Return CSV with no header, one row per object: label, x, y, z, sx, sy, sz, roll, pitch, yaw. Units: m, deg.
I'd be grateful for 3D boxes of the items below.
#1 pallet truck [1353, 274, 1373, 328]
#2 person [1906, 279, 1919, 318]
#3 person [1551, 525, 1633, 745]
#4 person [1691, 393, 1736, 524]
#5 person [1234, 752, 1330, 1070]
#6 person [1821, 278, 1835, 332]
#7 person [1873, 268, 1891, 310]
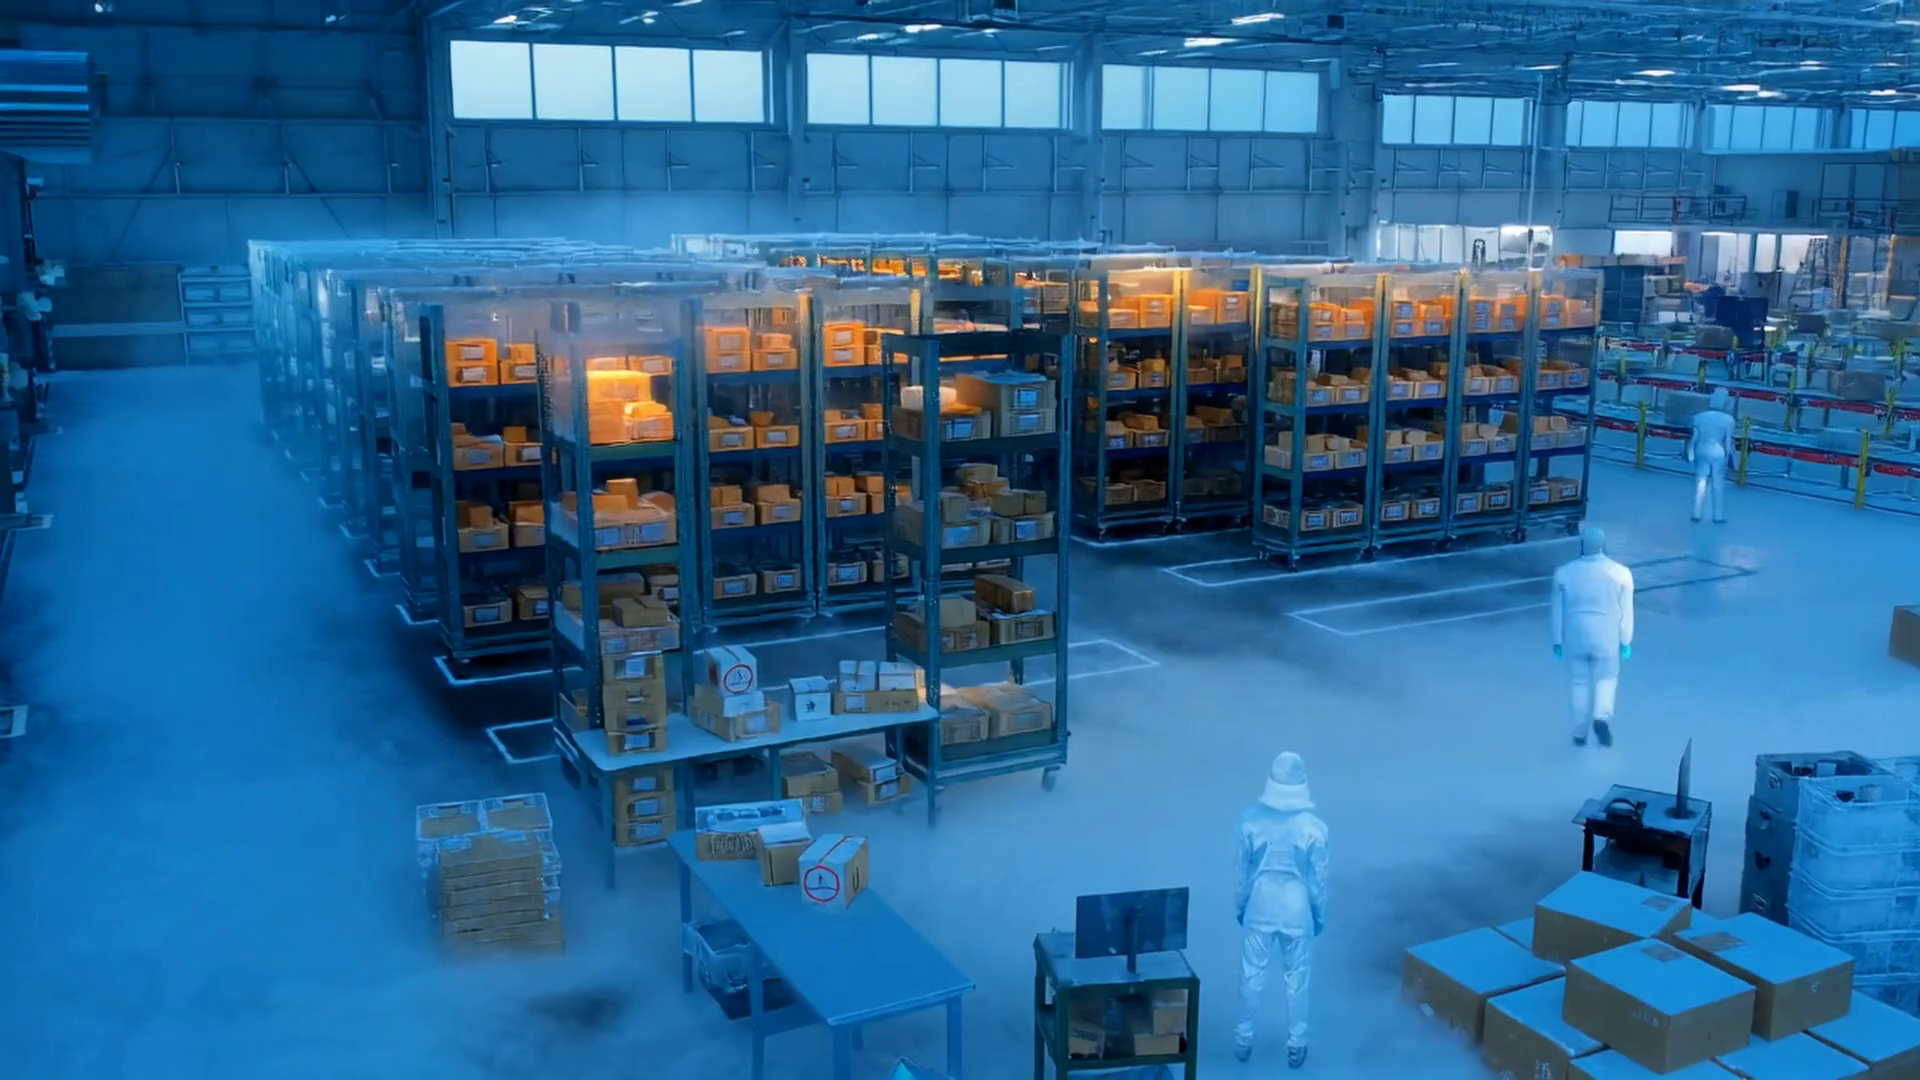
pallet truck,13.011,-8.050,55.243,0.823,1.965,1.885,-7,14,-28
person,33.149,-8.397,57.282,0.580,1.836,1.004,-6,14,-27
person,5.306,0.821,14.002,0.662,1.886,0.459,5,13,23
person,10.536,-1.144,23.303,0.572,1.840,0.373,10,16,40
person,1.724,1.981,8.950,0.485,1.735,0.343,3,12,14
person,27.215,-7.305,52.177,0.505,1.817,0.990,-3,12,-12
person,33.134,-8.904,59.804,0.519,1.756,0.341,8,14,33
